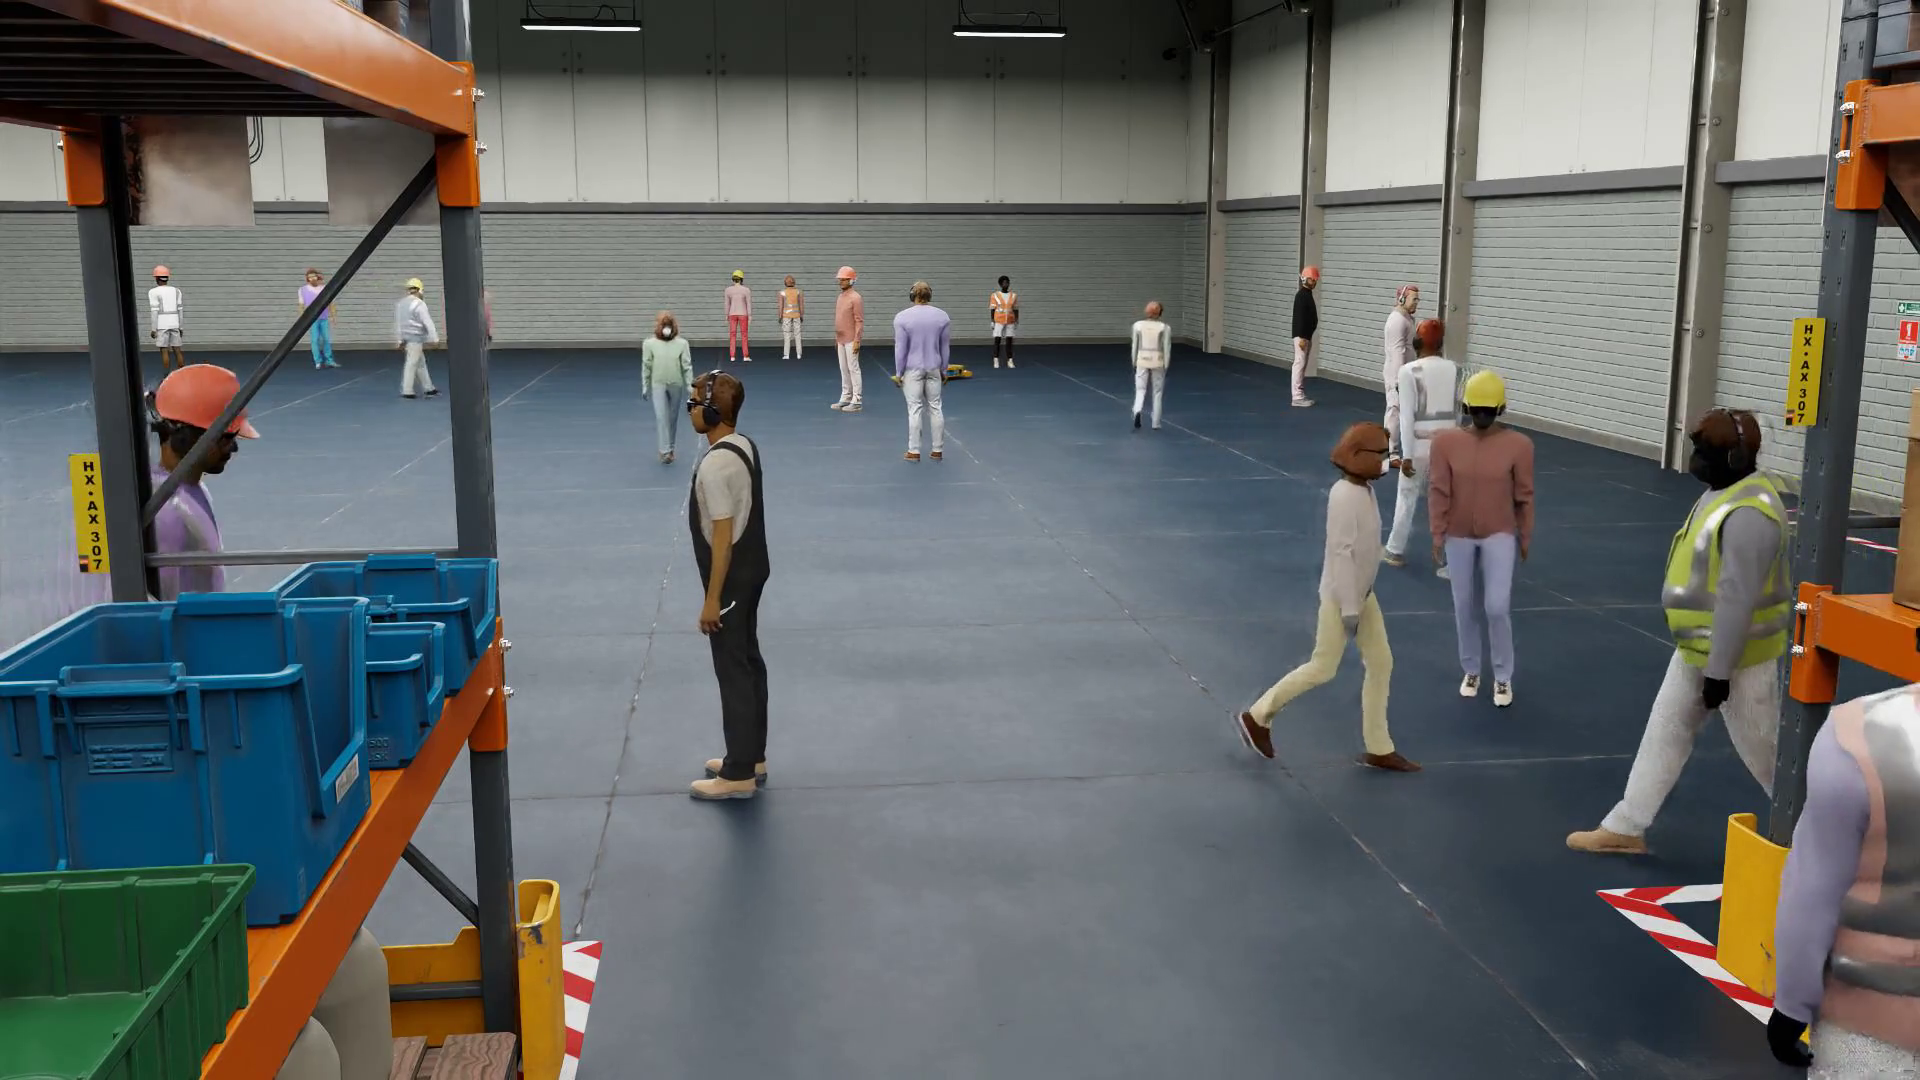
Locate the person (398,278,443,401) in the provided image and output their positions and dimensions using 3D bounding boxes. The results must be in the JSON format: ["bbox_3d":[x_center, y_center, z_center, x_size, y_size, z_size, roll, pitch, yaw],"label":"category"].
[{"bbox_3d":[-7.950,-2.958,24.572,0.615,1.784,0.824,10,14,44],"label":"person"}]

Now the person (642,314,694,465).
[{"bbox_3d":[-3.081,-1.593,17.615,0.524,1.583,0.839,-3,11,-18],"label":"person"}]

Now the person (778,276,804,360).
[{"bbox_3d":[-3.316,-4.360,32.682,0.510,1.639,0.308,-3,11,-18],"label":"person"}]

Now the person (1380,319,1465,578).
[{"bbox_3d":[3.370,-0.657,11.873,0.586,1.830,1.000,-4,11,-19],"label":"person"}]

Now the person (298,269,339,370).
[{"bbox_3d":[-11.665,-3.991,30.149,0.615,1.820,0.451,-7,12,-34],"label":"person"}]

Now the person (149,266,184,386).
[{"bbox_3d":[-12.858,-3.460,26.925,0.372,1.934,0.551,6,12,30],"label":"person"}]

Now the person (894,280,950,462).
[{"bbox_3d":[-0.412,-1.804,17.844,0.629,1.940,0.379,-4,11,-20],"label":"person"}]

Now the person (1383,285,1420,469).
[{"bbox_3d":[4.627,-1.703,17.390,0.402,1.904,0.639,3,11,17],"label":"person"}]

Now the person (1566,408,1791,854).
[{"bbox_3d":[2.893,0.402,6.217,0.971,1.797,0.631,3,11,14],"label":"person"}]

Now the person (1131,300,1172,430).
[{"bbox_3d":[2.361,-2.160,20.652,0.524,1.623,0.548,4,11,19],"label":"person"}]

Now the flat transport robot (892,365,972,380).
[{"bbox_3d":[-0.466,-2.824,28.008,0.652,0.197,1.431,7,12,34],"label":"flat transport robot"}]

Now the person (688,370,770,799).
[{"bbox_3d":[-1.002,0.195,7.140,0.350,1.847,0.506,2,10,9],"label":"person"}]

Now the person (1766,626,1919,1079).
[{"bbox_3d":[1.916,0.927,3.192,0.622,1.825,0.753,0,10,1],"label":"person"}]

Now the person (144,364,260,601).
[{"bbox_3d":[-2.462,0.445,5.306,0.537,2.011,0.684,-4,11,-21],"label":"person"}]

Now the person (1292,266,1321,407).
[{"bbox_3d":[4.931,-2.903,23.733,0.392,1.988,0.609,4,11,21],"label":"person"}]

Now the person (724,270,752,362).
[{"bbox_3d":[-4.271,-4.319,32.106,0.534,1.766,0.317,1,10,7],"label":"person"}]

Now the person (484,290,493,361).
[{"bbox_3d":[-7.587,-3.234,25.852,0.528,1.883,0.693,8,13,38],"label":"person"}]

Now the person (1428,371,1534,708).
[{"bbox_3d":[2.664,-0.006,8.572,0.513,1.735,0.602,5,11,25],"label":"person"}]

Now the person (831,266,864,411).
[{"bbox_3d":[-1.563,-2.781,23.041,0.385,1.993,0.623,-7,12,-32],"label":"person"}]

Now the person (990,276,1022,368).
[{"bbox_3d":[0.838,-3.996,30.562,0.599,1.695,0.383,-2,11,-10],"label":"person"}]

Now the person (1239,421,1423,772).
[{"bbox_3d":[1.680,0.253,7.509,0.782,1.602,0.507,6,12,28],"label":"person"}]
